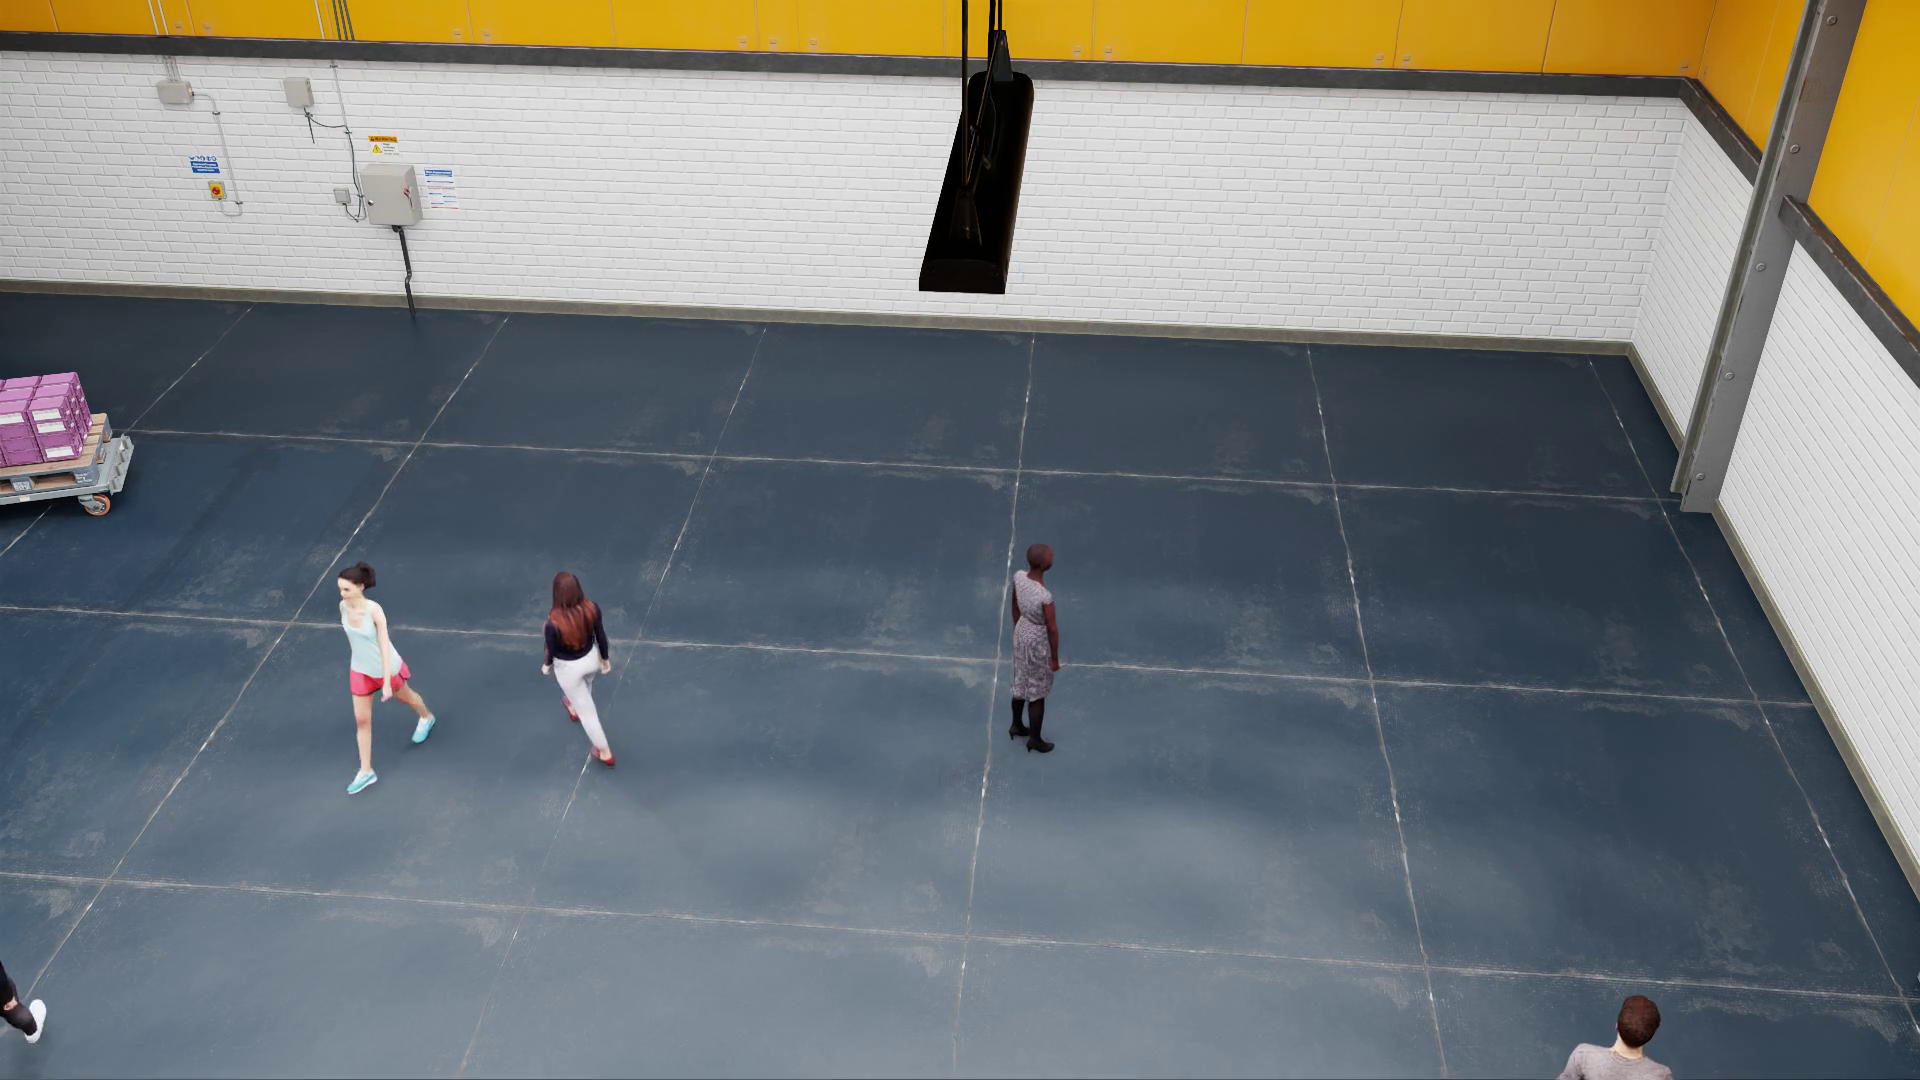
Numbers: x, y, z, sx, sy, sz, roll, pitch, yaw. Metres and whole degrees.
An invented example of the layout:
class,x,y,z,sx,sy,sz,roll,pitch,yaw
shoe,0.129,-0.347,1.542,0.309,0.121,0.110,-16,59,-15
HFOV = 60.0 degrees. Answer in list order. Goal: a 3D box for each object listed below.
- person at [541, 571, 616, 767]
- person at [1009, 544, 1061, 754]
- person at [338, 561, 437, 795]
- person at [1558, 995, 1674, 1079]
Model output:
class,x,y,z,sx,sy,sz,roll,pitch,yaw
person,-2.761,0.974,12.142,1.068,1.556,1.092,-28,42,-35
person,0.536,0.793,12.204,0.765,1.788,0.688,-22,39,-29
person,-4.167,0.911,12.085,0.813,1.721,1.247,12,35,17
person,3.285,3.150,8.578,0.858,1.877,1.271,9,35,14
